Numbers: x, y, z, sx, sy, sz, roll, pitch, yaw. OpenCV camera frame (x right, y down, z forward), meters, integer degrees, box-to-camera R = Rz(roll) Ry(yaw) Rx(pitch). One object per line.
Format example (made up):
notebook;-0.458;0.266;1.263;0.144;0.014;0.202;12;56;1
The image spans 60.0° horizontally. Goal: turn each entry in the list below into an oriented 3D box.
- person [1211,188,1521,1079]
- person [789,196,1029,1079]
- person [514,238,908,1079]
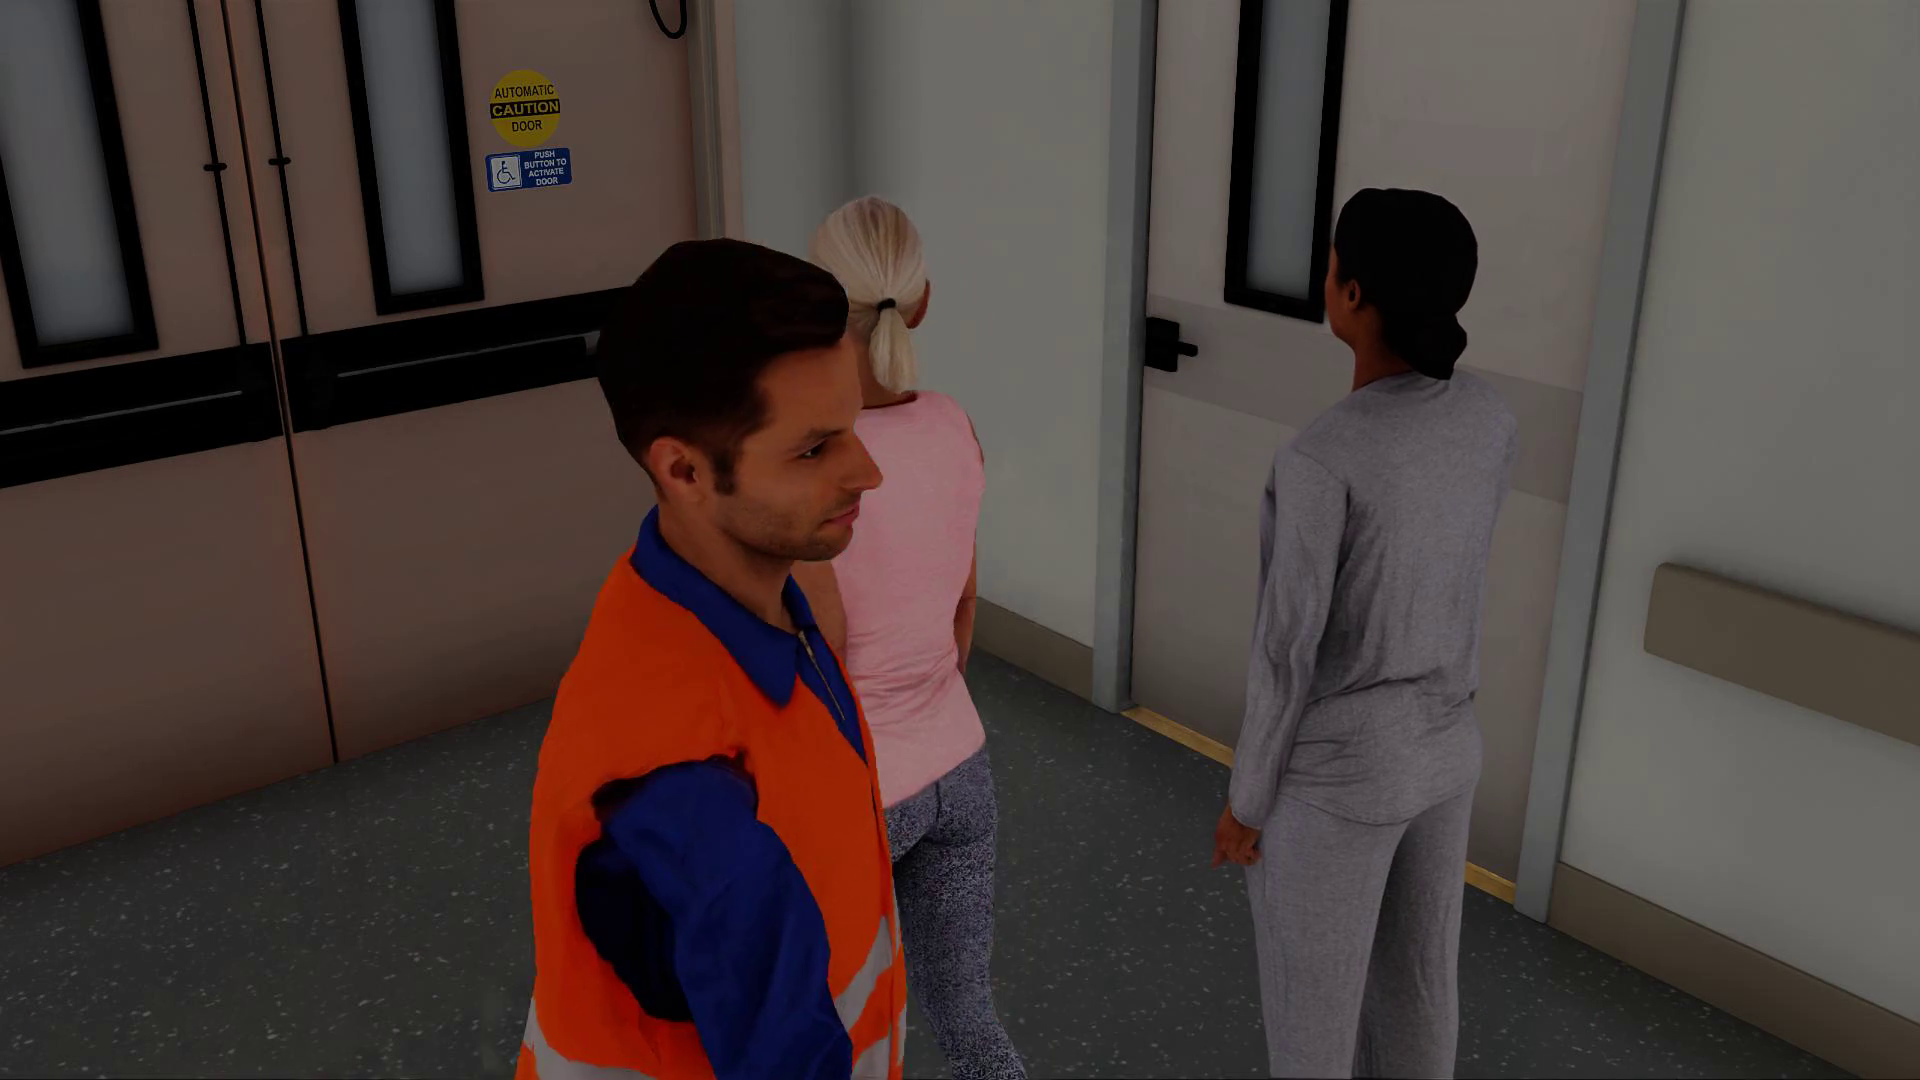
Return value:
person;0.622;0.336;2.533;0.653;1.736;0.572;-14;25;-32
person;-0.049;0.409;2.428;0.545;1.674;1.124;-18;27;-39
person;-0.326;0.633;1.621;1.037;1.825;0.994;0;21;-1
